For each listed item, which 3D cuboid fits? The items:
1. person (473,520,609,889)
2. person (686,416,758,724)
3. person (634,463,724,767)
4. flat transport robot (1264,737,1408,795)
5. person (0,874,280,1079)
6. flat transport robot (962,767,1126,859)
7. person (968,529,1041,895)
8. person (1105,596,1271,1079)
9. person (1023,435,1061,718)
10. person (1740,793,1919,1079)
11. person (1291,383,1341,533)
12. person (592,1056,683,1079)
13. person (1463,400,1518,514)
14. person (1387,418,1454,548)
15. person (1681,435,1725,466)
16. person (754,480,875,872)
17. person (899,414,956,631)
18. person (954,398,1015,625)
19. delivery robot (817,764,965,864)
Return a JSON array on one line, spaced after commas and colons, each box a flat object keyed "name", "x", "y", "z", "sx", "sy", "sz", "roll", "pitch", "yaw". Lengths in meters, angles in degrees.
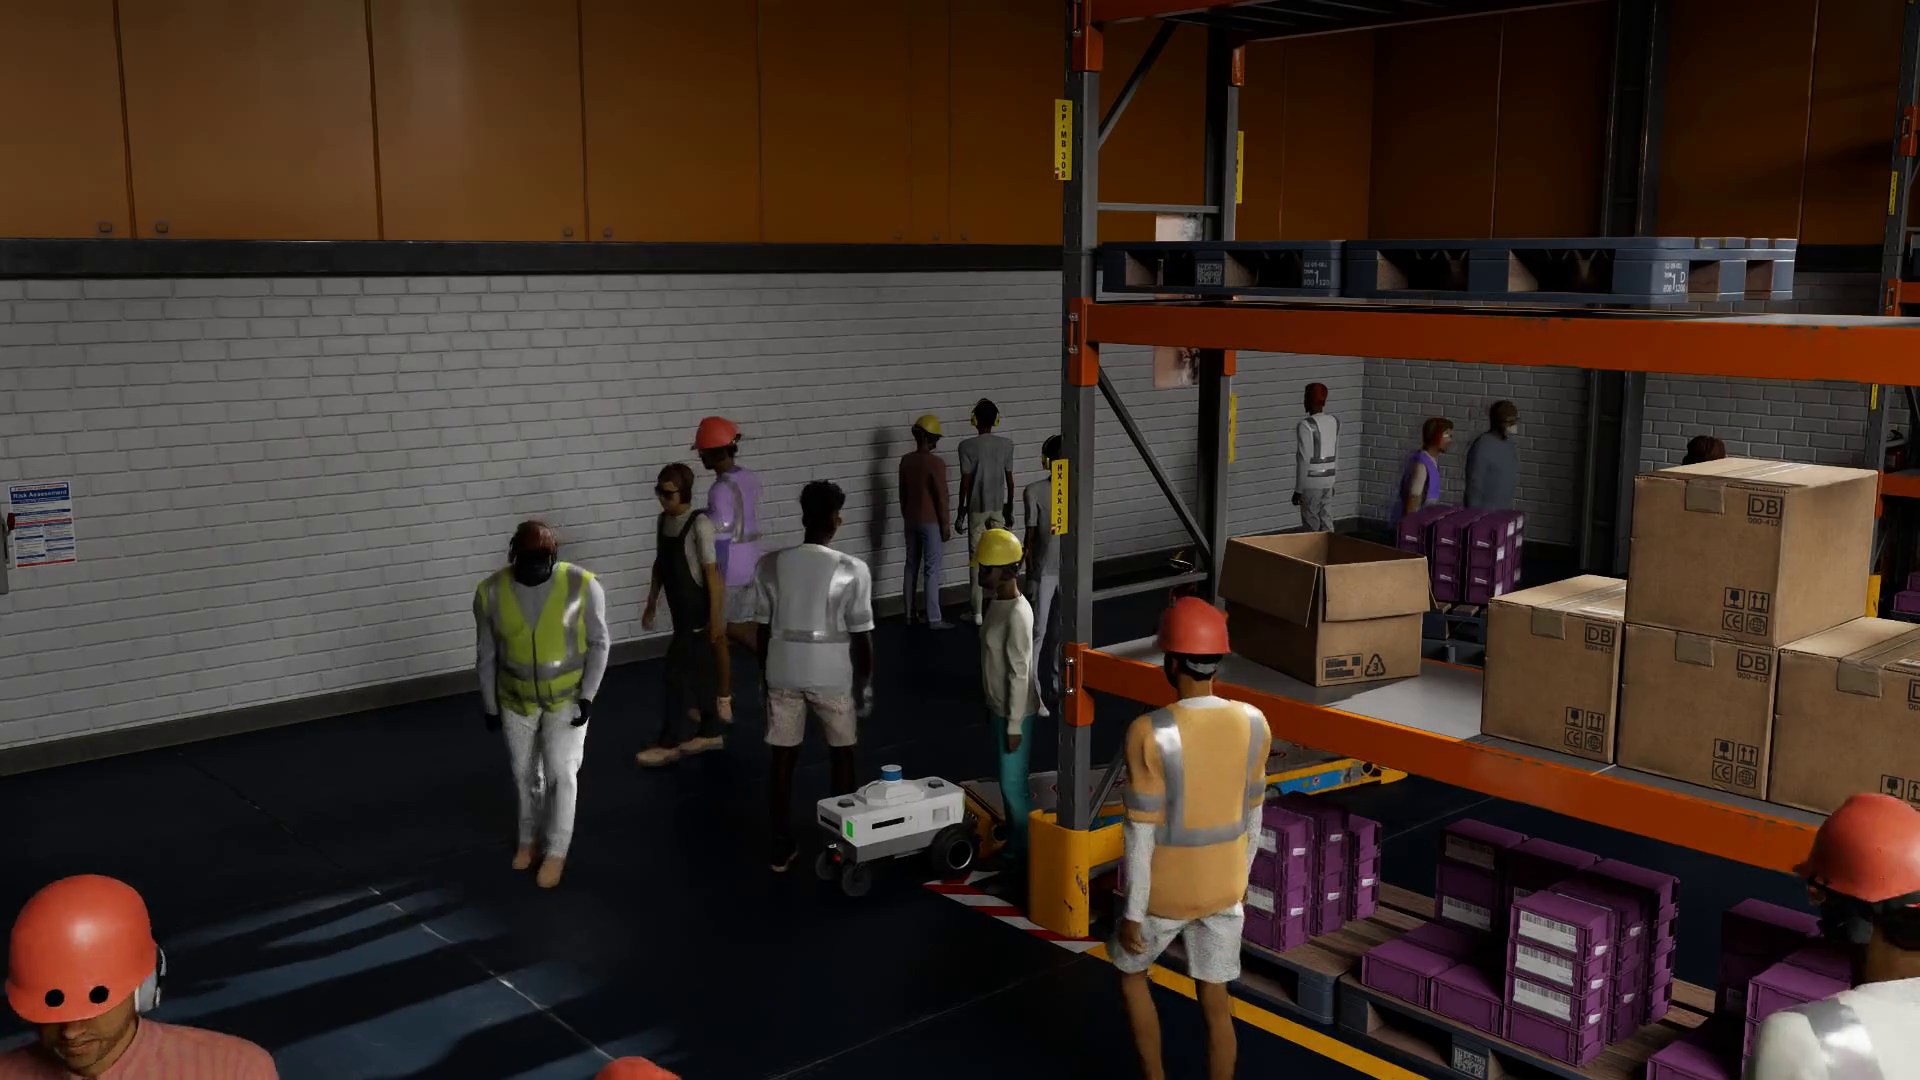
[{"name": "person", "x": -2.019, "y": 0.782, "z": 8.059, "sx": 0.642, "sy": 1.790, "sz": 0.718, "roll": 0, "pitch": 10, "yaw": -2}, {"name": "person", "x": -1.422, "y": 0.210, "z": 10.748, "sx": 0.691, "sy": 2.020, "sz": 0.664, "roll": 1, "pitch": 10, "yaw": 9}, {"name": "person", "x": -1.728, "y": 0.440, "z": 9.932, "sx": 0.733, "sy": 1.815, "sz": 0.564, "roll": -7, "pitch": 12, "yaw": -36}, {"name": "flat transport robot", "x": 1.803, "y": 1.294, "z": 9.479, "sx": 1.431, "sy": 0.197, "sz": 0.652, "roll": -6, "pitch": 11, "yaw": -31}, {"name": "person", "x": -1.555, "y": 1.547, "z": 3.124, "sx": 0.611, "sy": 1.970, "sz": 0.833, "roll": -3, "pitch": 10, "yaw": -16}, {"name": "flat transport robot", "x": 0.520, "y": 1.413, "z": 8.777, "sx": 1.431, "sy": 0.197, "sz": 0.652, "roll": -3, "pitch": 10, "yaw": -20}, {"name": "person", "x": 0.206, "y": 0.814, "z": 7.951, "sx": 0.343, "sy": 1.759, "sz": 0.533, "roll": -2, "pitch": 10, "yaw": -9}, {"name": "person", "x": 0.751, "y": 1.137, "z": 5.586, "sx": 0.572, "sy": 1.914, "sz": 0.589, "roll": -4, "pitch": 11, "yaw": -24}, {"name": "person", "x": 0.644, "y": 0.233, "z": 11.045, "sx": 0.521, "sy": 1.862, "sz": 0.335, "roll": -6, "pitch": 12, "yaw": -33}, {"name": "person", "x": 1.750, "y": 1.484, "z": 3.346, "sx": 0.631, "sy": 1.989, "sz": 1.044, "roll": -4, "pitch": 10, "yaw": -22}, {"name": "person", "x": 3.260, "y": -0.501, "z": 15.279, "sx": 0.576, "sy": 1.881, "sz": 0.354, "roll": -9, "pitch": 13, "yaw": -42}, {"name": "person", "x": -0.387, "y": 1.697, "z": 2.376, "sx": 0.555, "sy": 1.906, "sz": 0.930, "roll": -5, "pitch": 11, "yaw": -28}, {"name": "person", "x": 4.175, "y": -0.190, "z": 13.378, "sx": 0.675, "sy": 1.915, "sz": 0.664, "roll": 9, "pitch": 13, "yaw": 44}, {"name": "person", "x": 3.554, "y": -0.072, "z": 13.052, "sx": 0.992, "sy": 1.790, "sz": 0.609, "roll": 3, "pitch": 10, "yaw": 16}, {"name": "person", "x": 4.954, "y": 0.214, "z": 11.199, "sx": 0.633, "sy": 1.845, "sz": 0.429, "roll": -8, "pitch": 12, "yaw": -39}, {"name": "person", "x": -0.713, "y": 0.676, "z": 8.227, "sx": 0.611, "sy": 1.944, "sz": 0.445, "roll": 2, "pitch": 10, "yaw": 14}, {"name": "person", "x": -0.268, "y": -0.139, "z": 13.532, "sx": 0.530, "sy": 1.770, "sz": 0.326, "roll": 9, "pitch": 13, "yaw": 43}, {"name": "person", "x": 0.200, "y": -0.231, "z": 13.744, "sx": 0.531, "sy": 1.865, "sz": 0.316, "roll": -4, "pitch": 11, "yaw": -23}, {"name": "delivery robot", "x": -0.335, "y": 1.339, "z": 8.106, "sx": 0.707, "sy": 0.478, "sz": 0.477, "roll": -7, "pitch": 12, "yaw": -34}]
